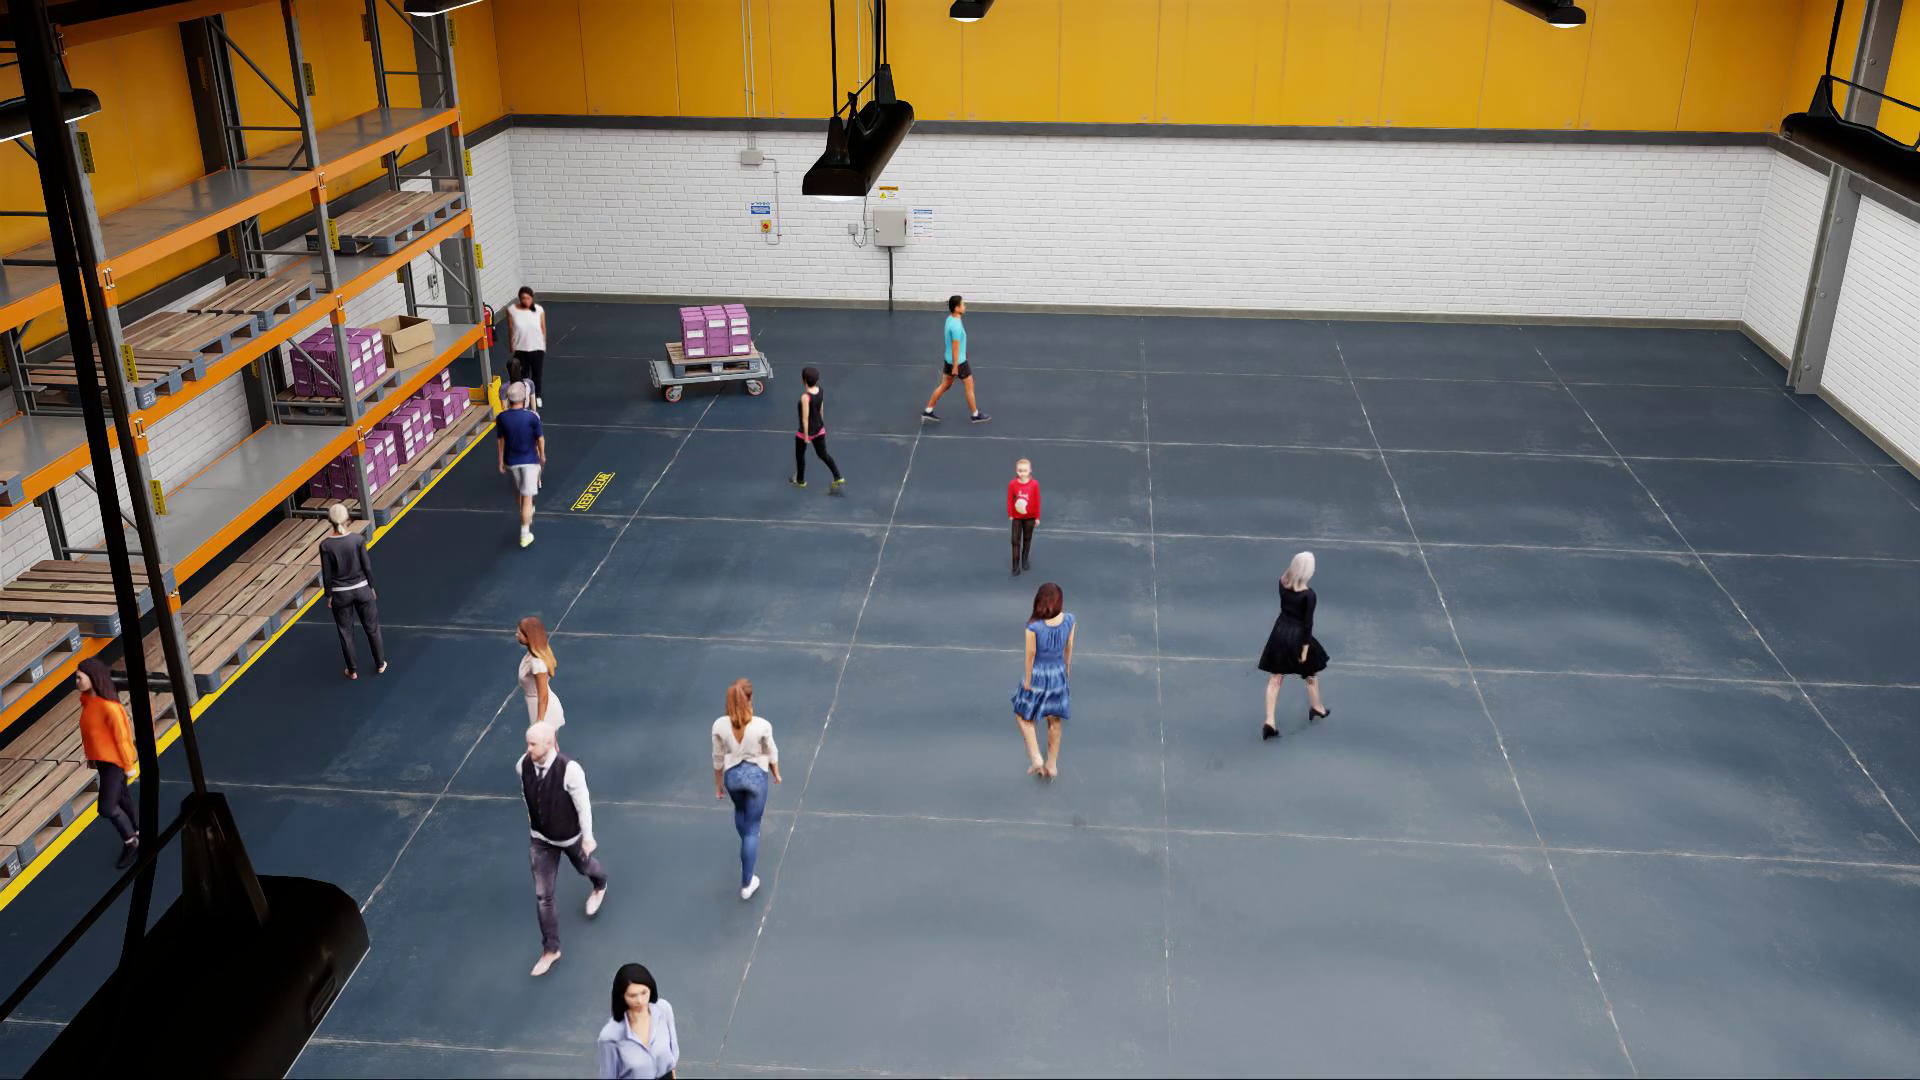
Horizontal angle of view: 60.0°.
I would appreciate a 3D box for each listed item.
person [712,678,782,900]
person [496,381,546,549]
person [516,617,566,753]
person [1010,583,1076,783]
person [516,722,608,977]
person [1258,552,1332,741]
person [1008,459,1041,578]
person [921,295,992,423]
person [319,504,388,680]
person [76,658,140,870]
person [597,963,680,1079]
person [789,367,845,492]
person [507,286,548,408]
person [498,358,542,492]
[{"bbox_3d":[-1.601,1.867,12.302,0.681,1.683,1.025,5,24,11],"label":"person"},{"bbox_3d":[-4.826,-0.794,18.252,0.615,1.792,1.060,1,24,3],"label":"person"},{"bbox_3d":[-3.355,1.380,13.400,0.694,1.696,0.585,-5,24,-11],"label":"person"},{"bbox_3d":[0.747,1.223,13.640,0.824,1.791,0.873,-13,27,-27],"label":"person"},{"bbox_3d":[-2.773,2.061,11.751,0.871,1.769,1.335,6,24,13],"label":"person"},{"bbox_3d":[2.812,0.936,14.387,1.059,1.718,1.004,-19,30,-37],"label":"person"},{"bbox_3d":[0.683,-0.272,17.727,0.549,1.257,0.854,-1,24,-2],"label":"person"},{"bbox_3d":[-0.153,-2.336,21.855,0.929,1.733,1.167,-5,24,-12],"label":"person"},{"bbox_3d":[-5.661,0.468,15.450,0.684,1.726,0.687,-11,26,-23],"label":"person"},{"bbox_3d":[-6.390,1.662,12.704,0.740,1.736,0.774,18,29,35],"label":"person"},{"bbox_3d":[-1.833,3.088,9.448,0.797,1.731,0.841,-14,27,-29],"label":"person"},{"bbox_3d":[-1.699,-1.290,19.724,0.949,1.523,1.023,17,29,33],"label":"person"},{"bbox_3d":[-5.877,-2.650,22.637,0.758,1.681,0.759,-7,25,-16],"label":"person"},{"bbox_3d":[-5.215,-1.371,19.751,0.672,1.651,0.718,-16,28,-33],"label":"person"}]
